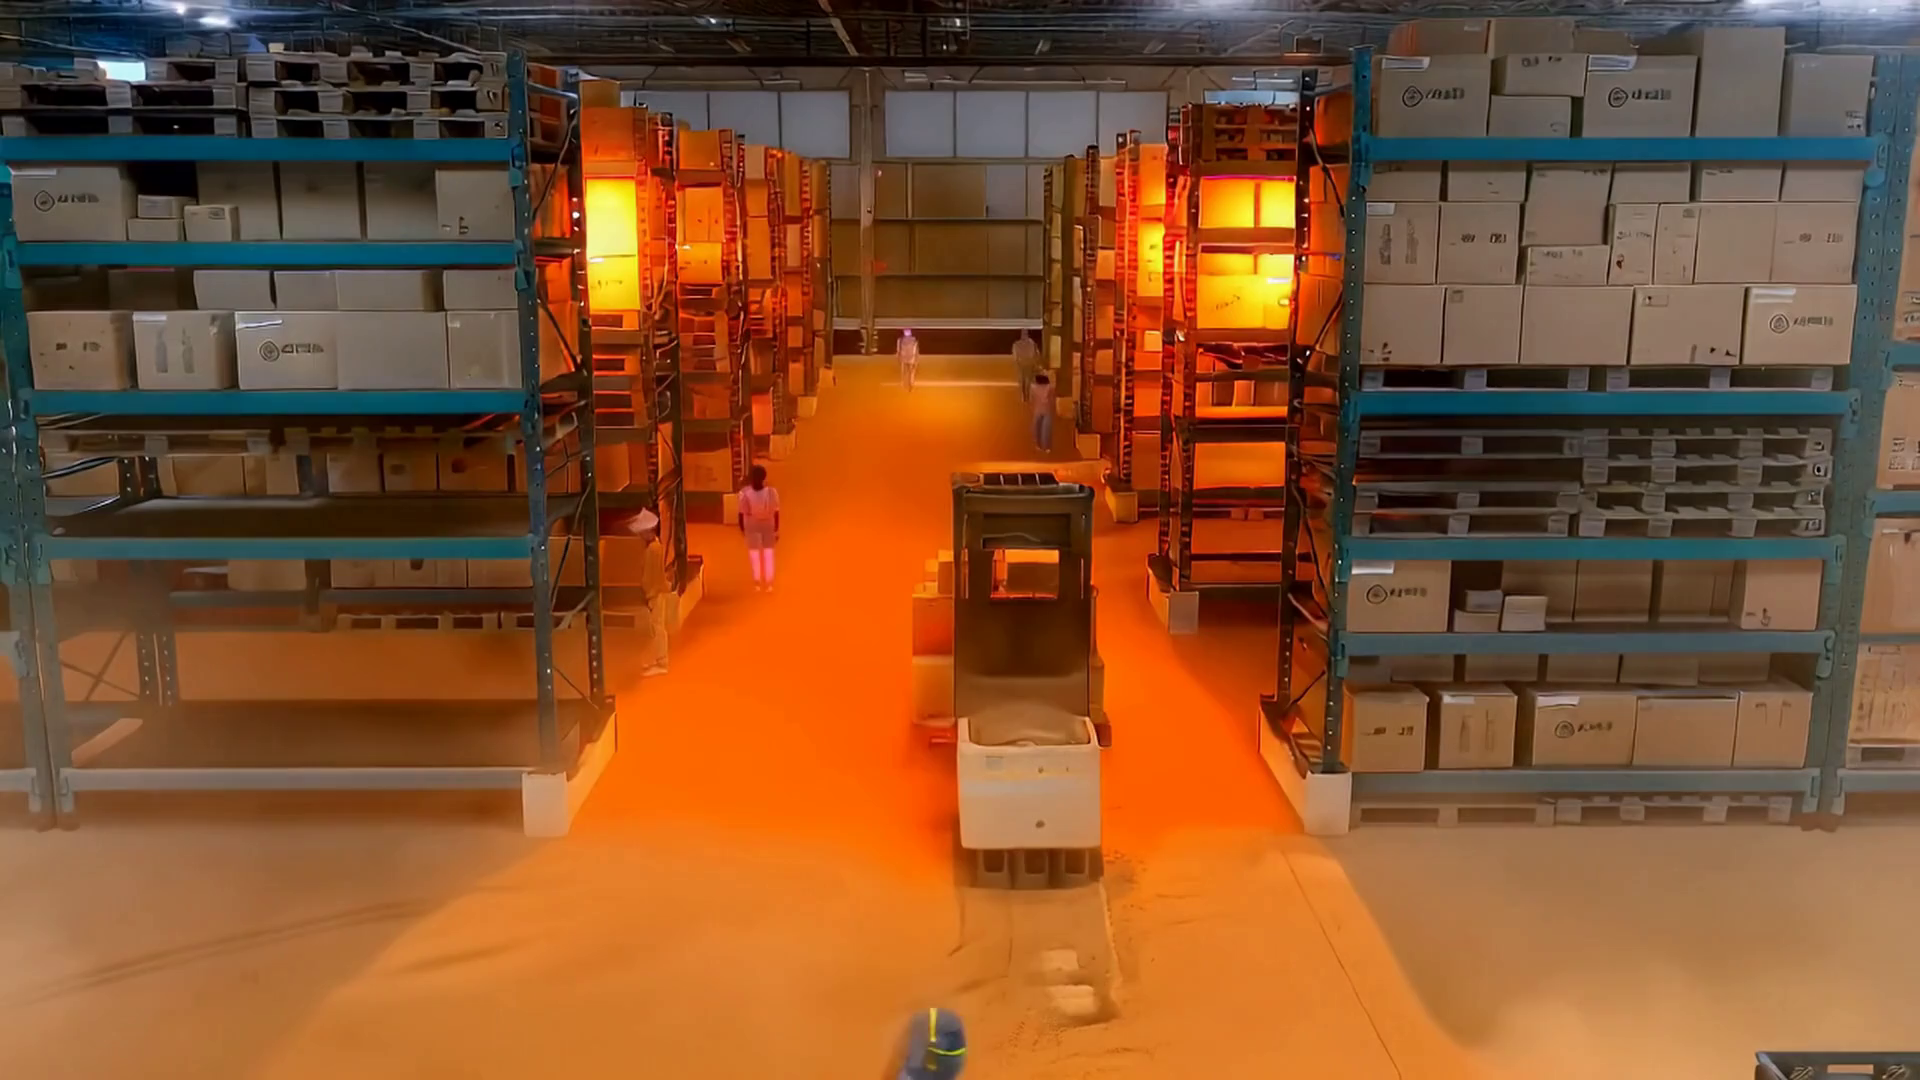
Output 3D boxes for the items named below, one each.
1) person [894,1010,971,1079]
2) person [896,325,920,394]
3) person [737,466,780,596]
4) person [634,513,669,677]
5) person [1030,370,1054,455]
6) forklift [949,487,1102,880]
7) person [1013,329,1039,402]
[{"bbox_3d":[-0.105,2.741,6.684,1.020,1.853,0.633,1,11,3],"label":"person"},{"bbox_3d":[-1.366,-4.752,43.872,0.643,1.825,0.502,-2,12,-10],"label":"person"},{"bbox_3d":[-2.577,-0.117,21.292,0.549,1.673,0.737,-1,11,-3],"label":"person"},{"bbox_3d":[-3.269,0.573,17.654,0.326,1.761,0.523,-3,12,-13],"label":"person"},{"bbox_3d":[1.641,-2.565,33.371,0.494,1.696,0.910,-1,11,-3],"label":"person"},{"bbox_3d":[0.495,0.986,12.813,1.129,2.768,1.873,0,11,-2],"label":"forklift"},{"bbox_3d":[1.685,-4.426,42.188,0.676,1.851,1.004,-1,11,-4],"label":"person"}]
